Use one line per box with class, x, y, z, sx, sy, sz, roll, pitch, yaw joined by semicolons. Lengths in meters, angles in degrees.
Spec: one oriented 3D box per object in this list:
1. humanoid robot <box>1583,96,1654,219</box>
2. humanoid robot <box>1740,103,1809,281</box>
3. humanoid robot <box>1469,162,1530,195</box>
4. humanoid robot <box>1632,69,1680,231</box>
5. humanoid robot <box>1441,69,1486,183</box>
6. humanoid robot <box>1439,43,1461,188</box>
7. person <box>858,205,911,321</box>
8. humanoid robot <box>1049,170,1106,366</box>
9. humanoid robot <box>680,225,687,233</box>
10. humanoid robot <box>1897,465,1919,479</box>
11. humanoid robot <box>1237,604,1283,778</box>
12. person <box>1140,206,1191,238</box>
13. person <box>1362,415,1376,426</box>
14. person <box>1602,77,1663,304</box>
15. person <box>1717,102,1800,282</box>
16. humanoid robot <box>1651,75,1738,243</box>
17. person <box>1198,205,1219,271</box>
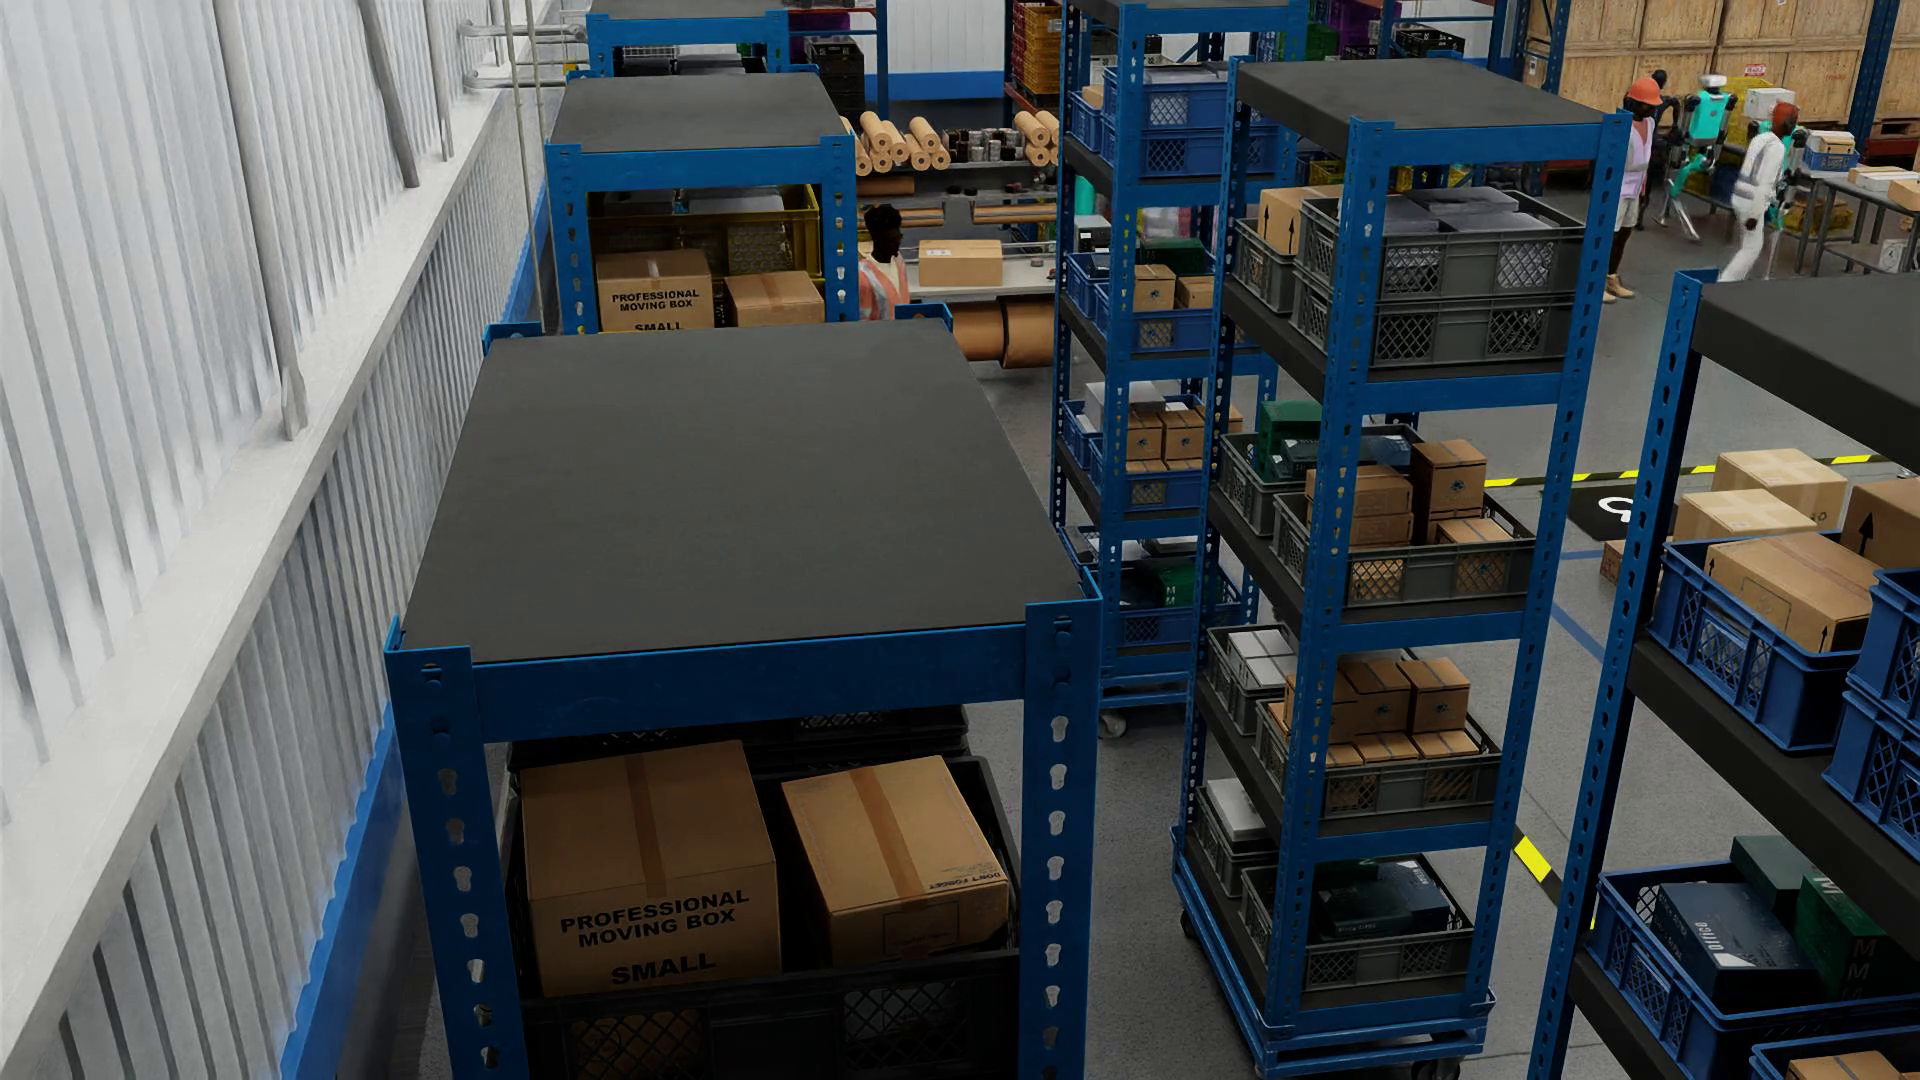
humanoid robot;6.484;-3.600;16.435;0.600;1.653;0.380;12;27;25
humanoid robot;7.628;-3.233;15.582;0.567;1.766;0.859;22;33;40
humanoid robot;5.273;-3.521;16.268;0.589;1.643;0.484;2;25;5
humanoid robot;7.240;-4.134;17.602;0.599;1.645;0.452;5;25;10
humanoid robot;5.097;-4.088;17.466;1.009;1.735;0.545;22;33;39
humanoid robot;5.428;-4.516;18.467;0.548;1.890;0.678;-22;32;-39
person;-0.500;-1.241;10.965;0.361;1.963;0.612;11;27;23
humanoid robot;0.813;-2.291;13.498;0.740;1.776;0.530;-11;27;-23
humanoid robot;-2.436;-3.068;15.289;0.463;1.647;0.589;-6;25;-12
humanoid robot;6.431;-1.145;10.874;0.735;1.673;0.533;-11;27;-22
humanoid robot;1.379;0.631;7.243;0.475;1.635;0.612;-2;25;-3
person;1.789;-2.530;13.975;0.695;1.796;0.620;-9;26;-19
person;1.791;0.192;7.992;0.588;1.847;0.396;0;25;0
person;6.031;-3.152;15.047;0.608;2.033;0.401;-18;30;-34
person;7.066;-2.980;14.894;0.569;1.835;0.612;2;25;5
humanoid robot;7.503;-3.973;17.233;0.536;1.749;0.964;-3;25;-7
person;2.420;-3.385;15.776;0.429;1.843;0.632;-9;26;-20
